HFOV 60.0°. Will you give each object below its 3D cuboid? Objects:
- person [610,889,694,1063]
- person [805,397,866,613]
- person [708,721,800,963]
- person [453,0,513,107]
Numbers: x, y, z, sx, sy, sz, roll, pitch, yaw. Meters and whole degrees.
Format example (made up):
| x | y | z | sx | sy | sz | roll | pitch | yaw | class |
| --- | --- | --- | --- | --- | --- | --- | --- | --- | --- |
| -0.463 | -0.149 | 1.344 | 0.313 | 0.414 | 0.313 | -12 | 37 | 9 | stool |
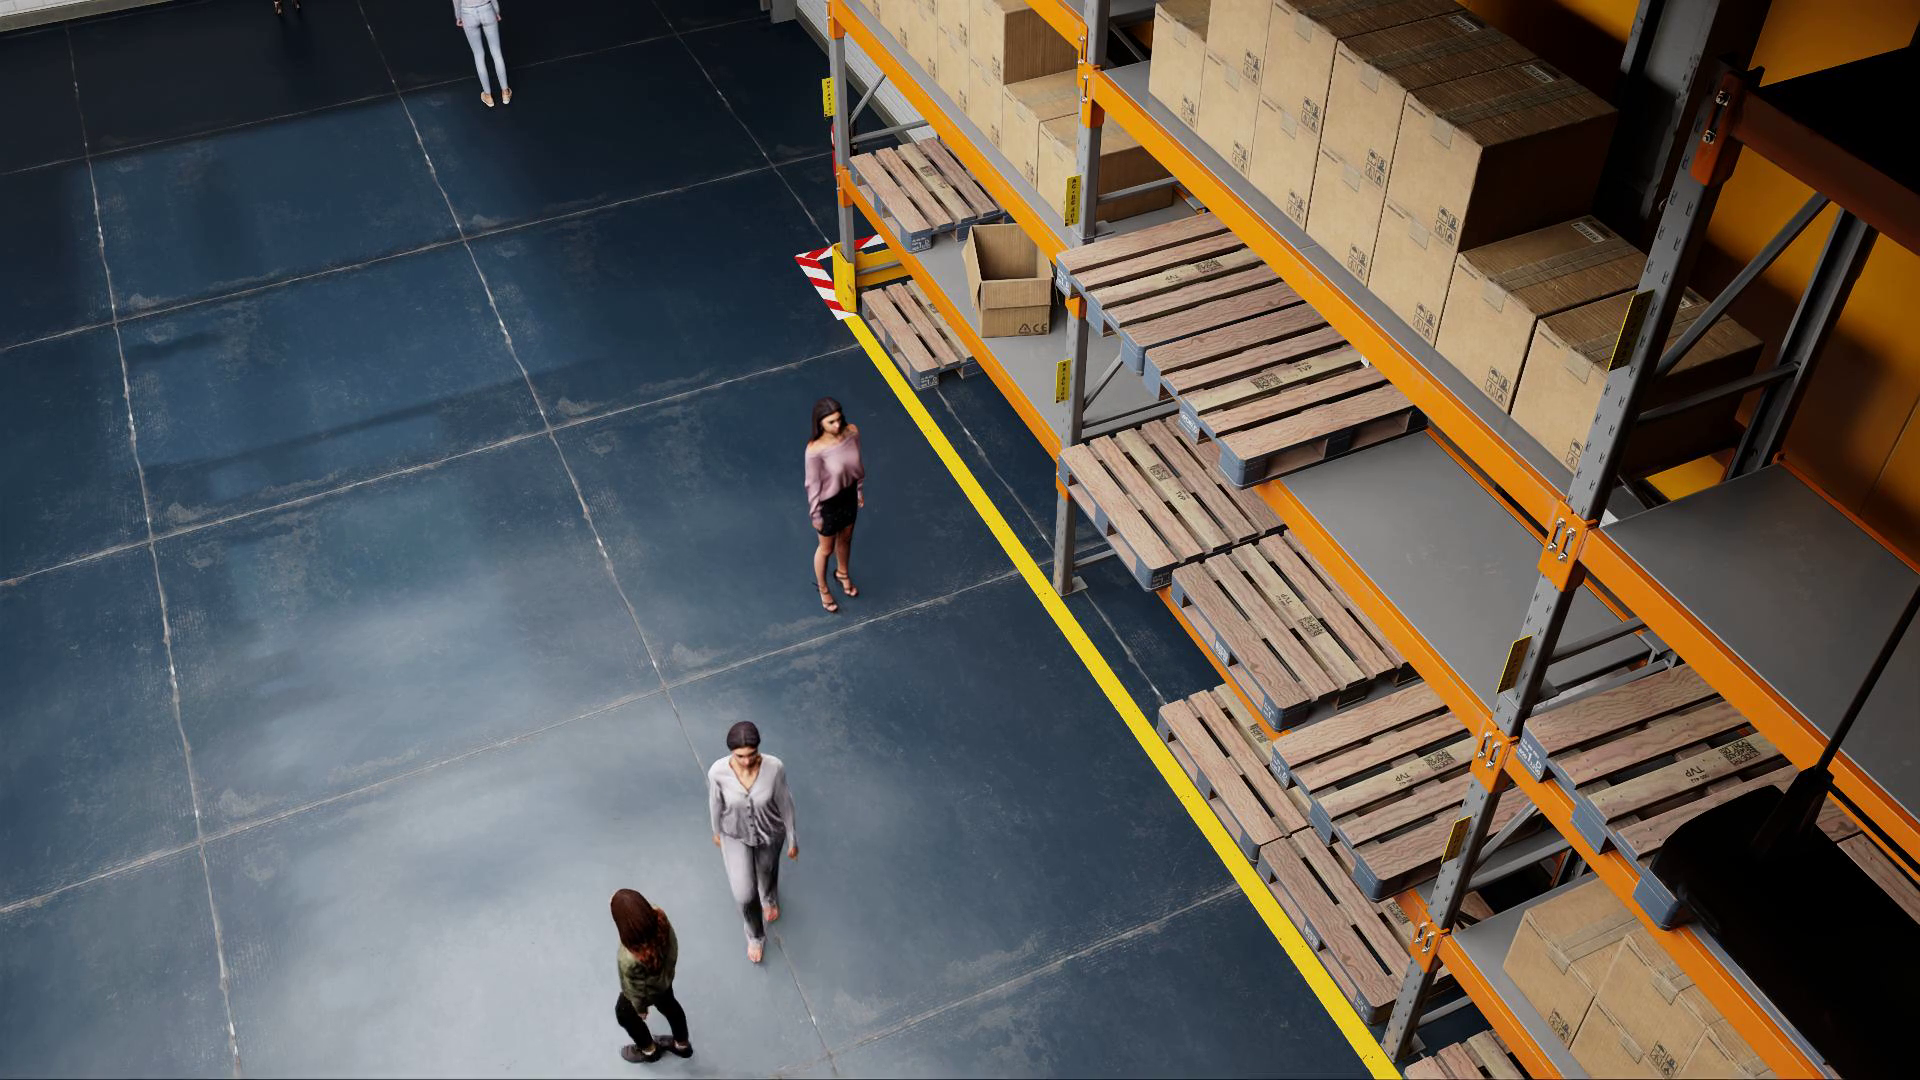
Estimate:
| x | y | z | sx | sy | sz | roll | pitch | yaw | class |
| --- | --- | --- | --- | --- | --- | --- | --- | --- | --- |
| -1.571 | 2.335 | 8.783 | 0.767 | 1.463 | 0.707 | 13 | 45 | 13 | person |
| -0.849 | -0.246 | 11.240 | 0.689 | 1.811 | 0.642 | -33 | 53 | -30 | person |
| -1.173 | 1.561 | 9.383 | 0.719 | 1.756 | 0.834 | -8 | 44 | -8 | person |
| -4.748 | -5.153 | 16.401 | 0.596 | 1.796 | 0.501 | -15 | 46 | -16 | person |
